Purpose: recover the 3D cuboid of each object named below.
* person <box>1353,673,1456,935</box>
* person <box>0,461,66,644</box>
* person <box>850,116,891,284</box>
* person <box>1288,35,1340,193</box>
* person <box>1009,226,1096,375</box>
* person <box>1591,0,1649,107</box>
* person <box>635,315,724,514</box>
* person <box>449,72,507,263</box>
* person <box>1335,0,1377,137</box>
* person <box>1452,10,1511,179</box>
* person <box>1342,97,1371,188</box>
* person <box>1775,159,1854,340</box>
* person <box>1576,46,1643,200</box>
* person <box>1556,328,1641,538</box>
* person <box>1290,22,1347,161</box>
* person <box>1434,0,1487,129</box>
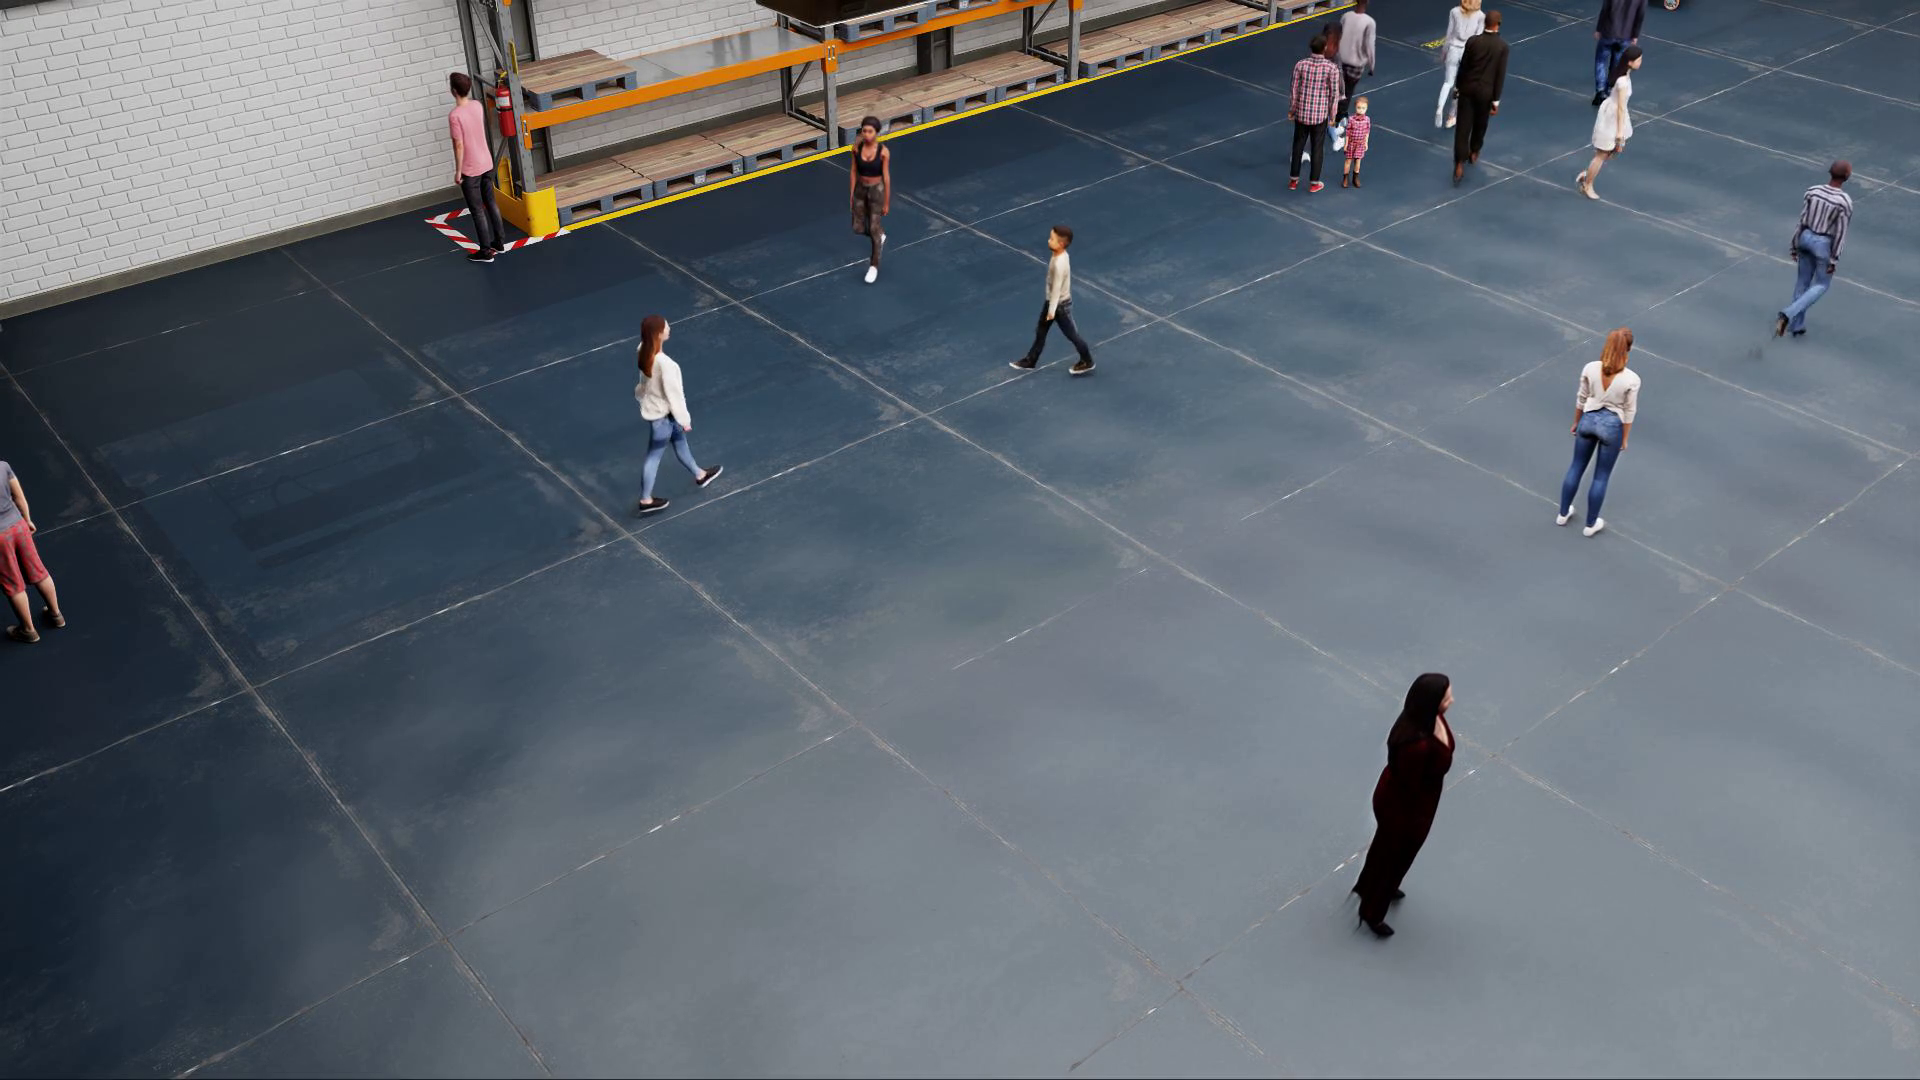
[{"bbox_3d":[2.479,1.447,9.290,0.831,1.756,0.718,13,36,19],"label":"person"},{"bbox_3d":[-6.671,-0.036,11.616,0.701,1.651,0.563,19,38,26],"label":"person"},{"bbox_3d":[-0.868,-3.474,16.757,0.820,1.686,0.942,11,35,16],"label":"person"},{"bbox_3d":[3.951,-4.794,18.674,0.783,1.761,0.760,13,36,18],"label":"person"},{"bbox_3d":[0.959,-2.125,14.953,1.083,1.436,0.934,-2,34,-4],"label":"person"},{"bbox_3d":[8.225,-6.303,20.843,0.918,1.874,0.996,8,35,13],"label":"person"},{"bbox_3d":[-2.406,-0.945,12.977,1.047,1.658,0.756,-19,38,-26],"label":"person"},{"bbox_3d":[-4.966,-3.820,17.031,0.767,1.959,0.643,13,36,19],"label":"person"},{"bbox_3d":[4.685,-5.741,20.107,0.723,1.752,0.916,27,42,34],"label":"person"},{"bbox_3d":[5.869,-5.028,18.942,1.136,1.856,1.383,12,35,17],"label":"person"},{"bbox_3d":[4.525,-4.550,18.975,0.500,1.022,0.564,1,34,1],"label":"person"},{"bbox_3d":[7.891,-2.641,15.420,0.873,1.779,0.694,-20,39,-28],"label":"person"},{"bbox_3d":[7.092,-4.577,18.355,0.860,1.754,0.806,11,35,15],"label":"person"},{"bbox_3d":[4.905,-0.835,12.751,0.630,1.726,0.562,26,42,34],"label":"person"},{"bbox_3d":[4.189,-5.207,19.450,1.184,1.591,0.882,-13,36,-19],"label":"person"},{"bbox_3d":[6.065,-5.834,20.222,0.810,1.781,1.027,17,37,24],"label":"person"}]
